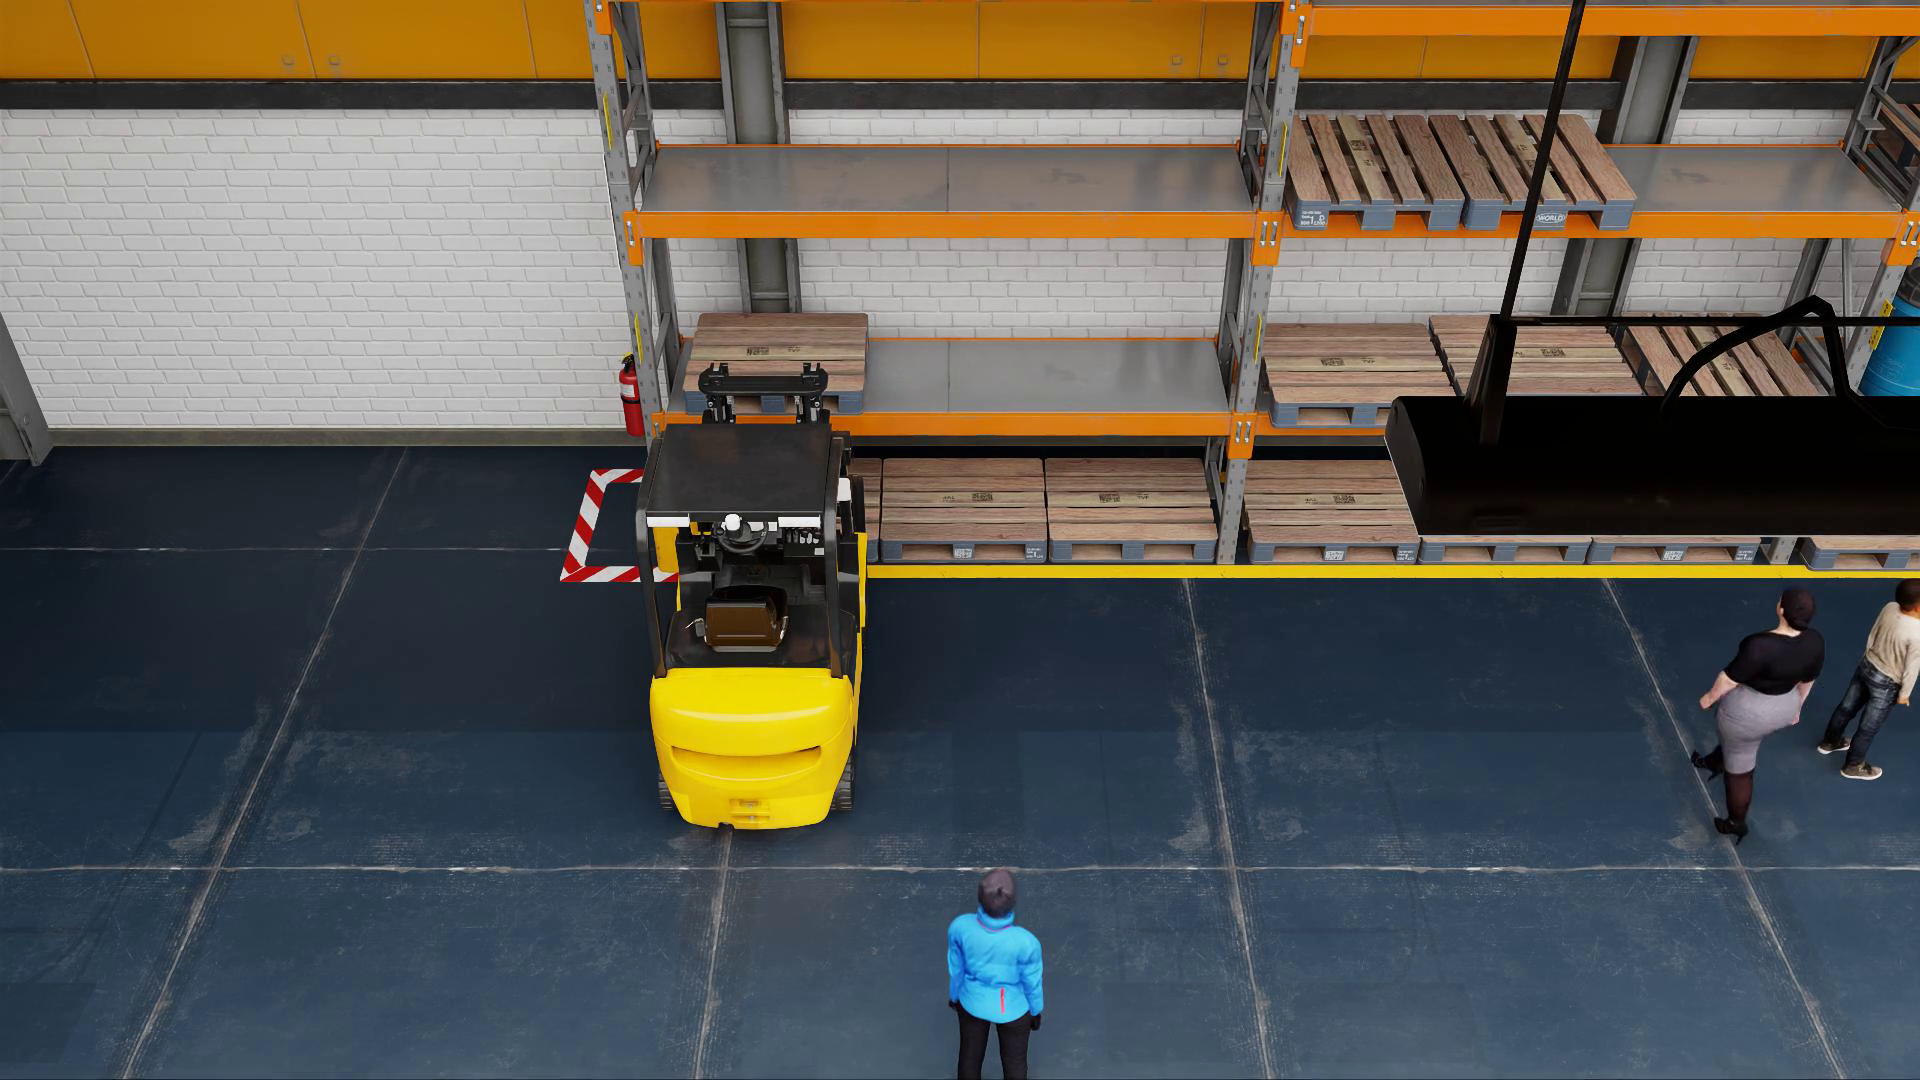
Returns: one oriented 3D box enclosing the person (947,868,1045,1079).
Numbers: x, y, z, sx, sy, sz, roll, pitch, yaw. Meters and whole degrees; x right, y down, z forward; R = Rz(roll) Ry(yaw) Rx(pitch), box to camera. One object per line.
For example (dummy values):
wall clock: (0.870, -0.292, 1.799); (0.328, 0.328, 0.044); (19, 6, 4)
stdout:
person: (0.159, 2.229, 8.006); (0.566, 1.797, 0.736); (10, 40, 12)

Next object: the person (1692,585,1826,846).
person: (4.616, 1.059, 9.524); (0.958, 1.730, 0.878); (-11, 40, -14)

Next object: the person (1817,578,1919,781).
person: (5.555, 0.816, 10.041); (0.565, 1.465, 0.593); (-7, 39, -9)
